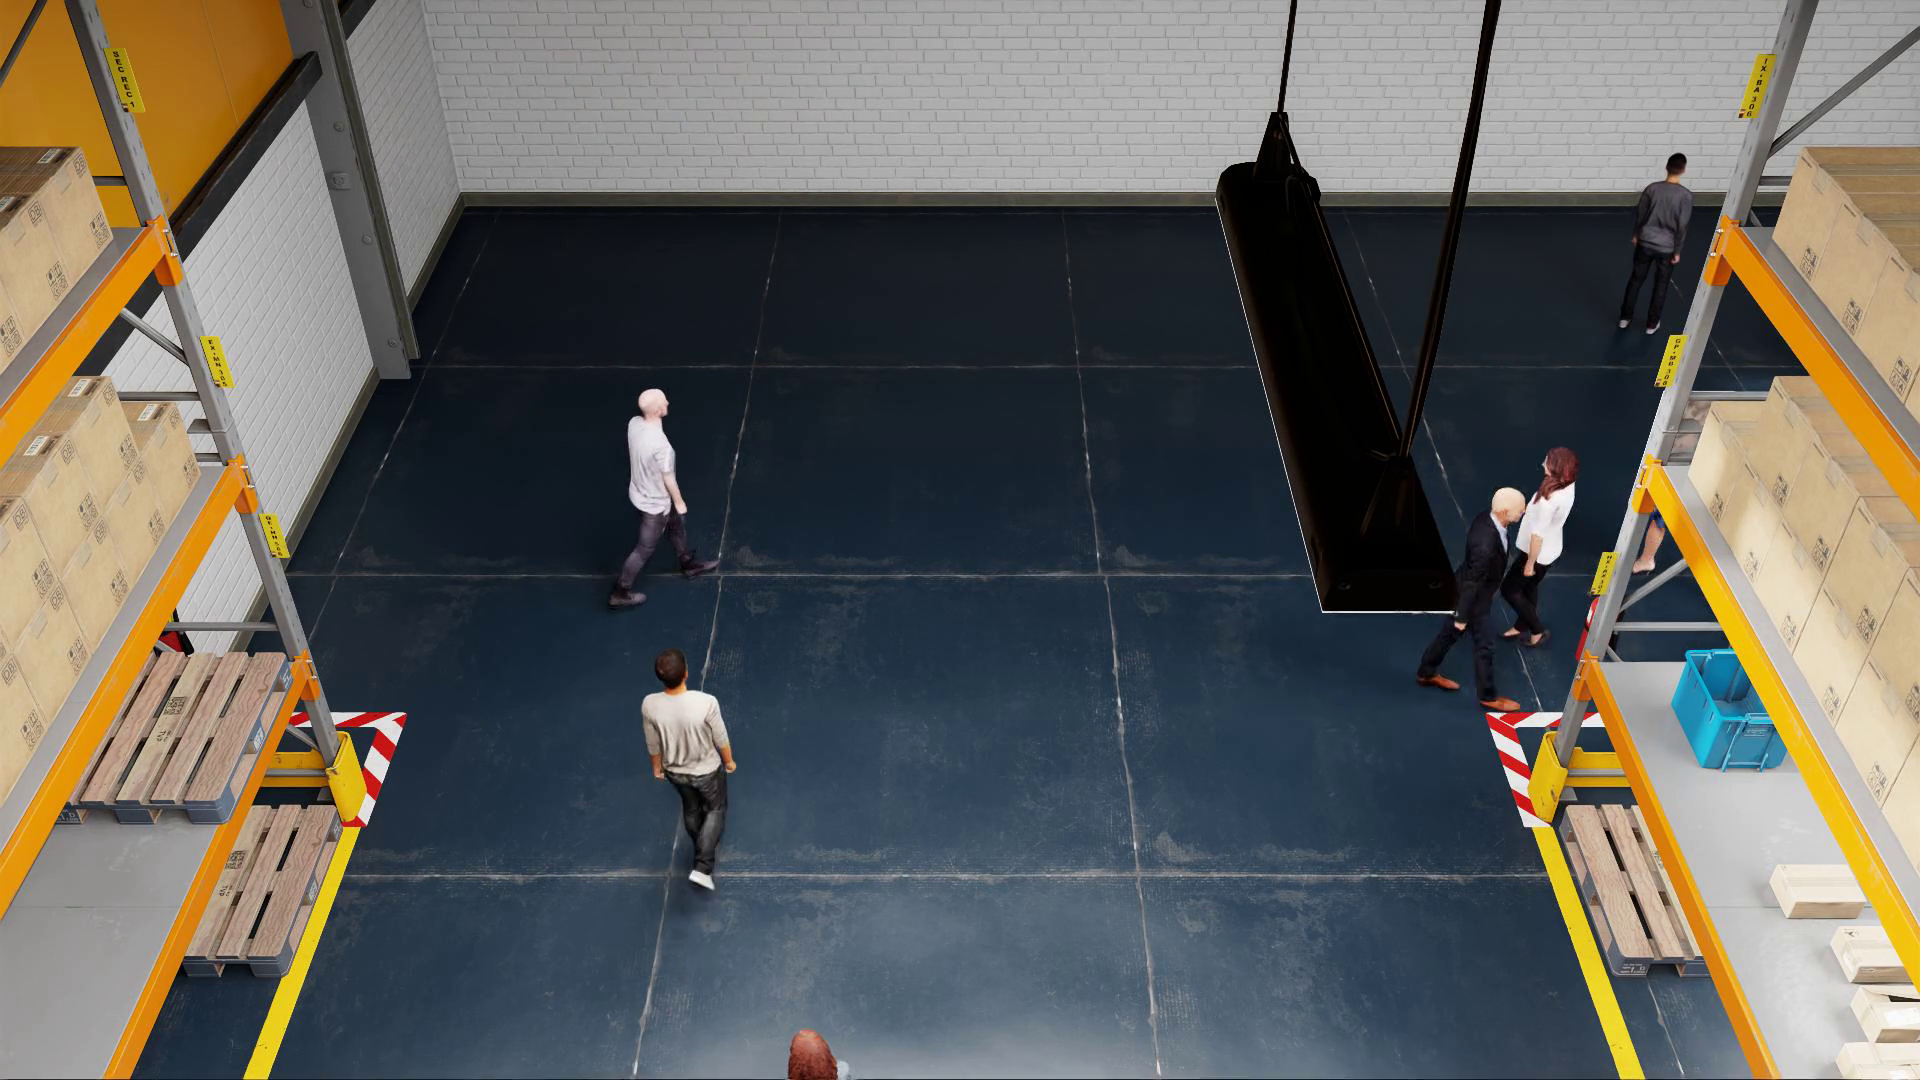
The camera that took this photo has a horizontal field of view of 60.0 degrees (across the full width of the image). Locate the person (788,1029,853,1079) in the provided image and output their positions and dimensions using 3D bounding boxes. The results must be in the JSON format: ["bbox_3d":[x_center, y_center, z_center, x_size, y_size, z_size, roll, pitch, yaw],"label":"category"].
[{"bbox_3d":[-0.679,2.998,8.171,0.750,1.748,0.812,-25,45,-28],"label":"person"}]

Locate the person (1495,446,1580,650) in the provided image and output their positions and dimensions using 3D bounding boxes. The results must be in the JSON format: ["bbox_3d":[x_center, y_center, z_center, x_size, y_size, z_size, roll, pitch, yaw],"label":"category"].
[{"bbox_3d":[4.179,0.127,11.741,0.829,1.777,0.764,23,44,26],"label":"person"}]

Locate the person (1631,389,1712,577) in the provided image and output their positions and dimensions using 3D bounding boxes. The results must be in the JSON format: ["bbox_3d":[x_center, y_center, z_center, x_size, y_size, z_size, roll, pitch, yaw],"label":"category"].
[{"bbox_3d":[5.440,-0.336,12.320,0.990,1.778,1.028,19,42,22],"label":"person"}]

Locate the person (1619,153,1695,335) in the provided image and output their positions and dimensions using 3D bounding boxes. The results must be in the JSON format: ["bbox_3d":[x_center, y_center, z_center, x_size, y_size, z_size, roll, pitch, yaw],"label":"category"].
[{"bbox_3d":[6.399,-2.714,15.316,0.747,1.756,0.782,25,45,28],"label":"person"}]

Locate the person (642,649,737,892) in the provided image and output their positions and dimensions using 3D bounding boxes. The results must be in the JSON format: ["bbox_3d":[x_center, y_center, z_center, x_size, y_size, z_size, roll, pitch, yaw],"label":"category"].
[{"bbox_3d":[-1.634,1.428,10.097,0.722,1.797,0.905,3,39,4],"label":"person"}]

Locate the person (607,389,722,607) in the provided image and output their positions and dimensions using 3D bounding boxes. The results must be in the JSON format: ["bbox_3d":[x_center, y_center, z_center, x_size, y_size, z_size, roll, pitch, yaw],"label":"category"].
[{"bbox_3d":[-2.335,-0.261,12.218,1.051,1.789,1.200,-18,42,-21],"label":"person"}]

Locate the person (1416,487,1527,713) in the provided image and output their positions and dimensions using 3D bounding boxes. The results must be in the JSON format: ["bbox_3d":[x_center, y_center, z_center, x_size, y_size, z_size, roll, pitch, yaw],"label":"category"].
[{"bbox_3d":[3.447,0.367,11.445,0.974,1.773,1.026,13,41,16],"label":"person"}]
